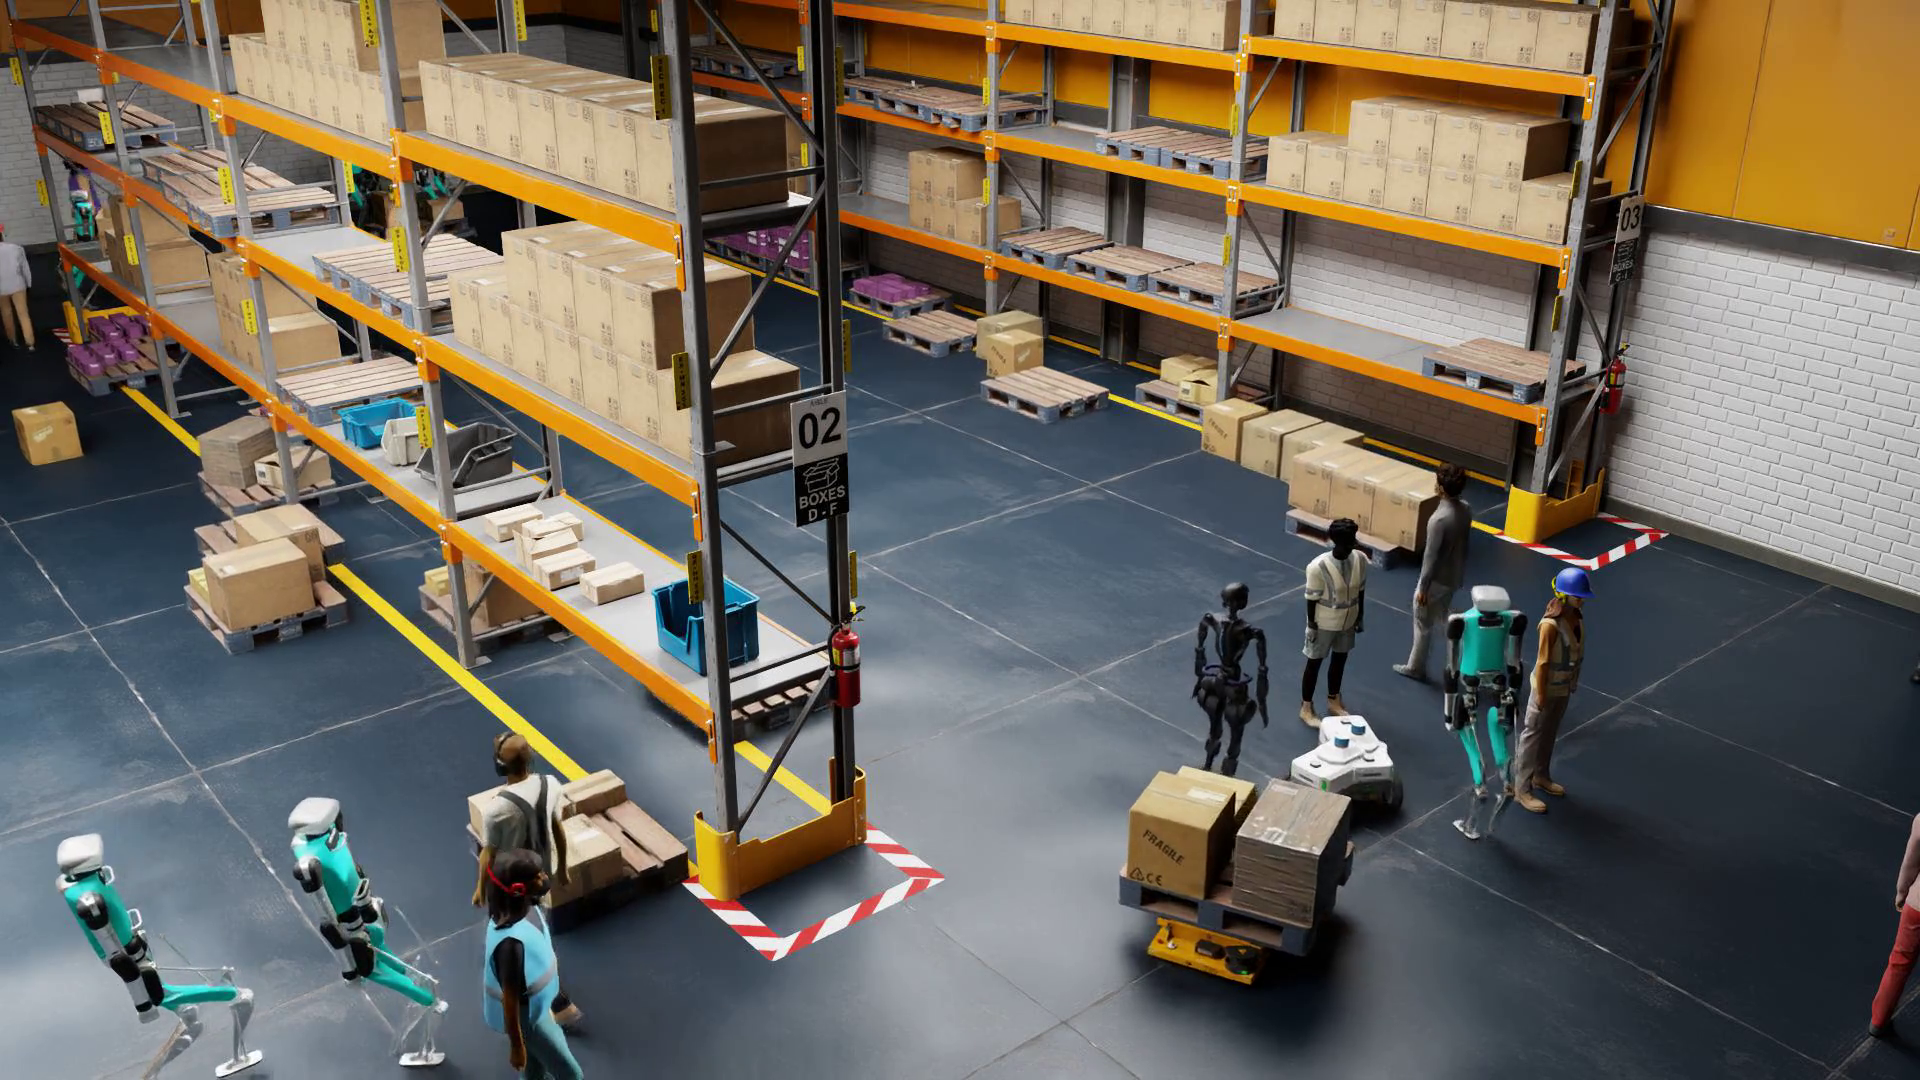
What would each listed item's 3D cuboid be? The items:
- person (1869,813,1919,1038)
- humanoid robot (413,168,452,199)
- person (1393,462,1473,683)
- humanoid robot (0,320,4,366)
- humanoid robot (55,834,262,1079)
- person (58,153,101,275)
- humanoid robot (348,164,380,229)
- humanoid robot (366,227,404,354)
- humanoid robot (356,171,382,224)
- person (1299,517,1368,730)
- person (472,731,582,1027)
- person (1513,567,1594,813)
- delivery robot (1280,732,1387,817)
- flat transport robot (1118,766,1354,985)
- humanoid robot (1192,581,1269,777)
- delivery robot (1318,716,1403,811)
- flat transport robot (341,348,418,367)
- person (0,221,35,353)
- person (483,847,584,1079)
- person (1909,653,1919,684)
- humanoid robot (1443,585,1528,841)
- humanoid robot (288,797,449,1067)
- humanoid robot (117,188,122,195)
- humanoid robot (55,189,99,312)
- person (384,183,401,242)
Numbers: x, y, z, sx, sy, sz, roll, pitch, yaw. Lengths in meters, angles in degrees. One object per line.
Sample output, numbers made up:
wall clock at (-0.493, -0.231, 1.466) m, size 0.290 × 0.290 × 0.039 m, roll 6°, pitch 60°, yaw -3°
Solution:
person at (5.379, 2.024, 9.083) m, size 0.347 × 1.759 × 0.520 m, roll -18°, pitch 29°, yaw -36°
humanoid robot at (-8.733, -5.981, 27.696) m, size 0.542 × 1.742 × 1.020 m, roll -20°, pitch 30°, yaw -38°
person at (3.762, 0.287, 12.938) m, size 0.552 × 1.885 × 0.597 m, roll -17°, pitch 29°, yaw -34°
humanoid robot at (-12.228, -2.874, 20.561) m, size 0.590 × 1.628 × 0.734 m, roll -9°, pitch 25°, yaw -21°
humanoid robot at (-4.090, 2.215, 8.713) m, size 0.989 × 1.735 × 0.552 m, roll -15°, pitch 27°, yaw -31°
person at (-13.270, -4.944, 25.013) m, size 0.648 × 1.912 × 0.589 m, roll -15°, pitch 28°, yaw -31°
humanoid robot at (-9.792, -5.819, 27.242) m, size 0.534 × 1.704 × 1.038 m, roll 4°, pitch 24°, yaw 8°
humanoid robot at (-7.404, -3.169, 21.211) m, size 0.362 × 1.647 × 0.601 m, roll 20°, pitch 30°, yaw 38°
humanoid robot at (-9.982, -6.059, 27.904) m, size 0.587 × 1.655 × 0.445 m, roll 15°, pitch 28°, yaw 31°
person at (2.793, 0.608, 12.437) m, size 0.533 × 1.693 × 0.320 m, roll -10°, pitch 25°, yaw -23°
person at (-2.443, 1.885, 9.318) m, size 0.800 × 1.818 × 0.519 m, roll 15°, pitch 27°, yaw 30°
person at (4.087, 1.005, 11.412) m, size 0.469 × 1.778 × 0.310 m, roll -21°, pitch 31°, yaw -40°
delivery robot at (2.603, 1.623, 11.531) m, size 0.770 × 0.599 × 0.505 m, roll -17°, pitch 29°, yaw -34°
flat transport robot at (1.745, 2.243, 10.448) m, size 0.659 × 0.231 × 1.431 m, roll 11°, pitch 26°, yaw 25°
humanoid robot at (1.864, 1.030, 11.471) m, size 0.603 × 1.648 × 0.410 m, roll 19°, pitch 30°, yaw 37°
delivery robot at (2.782, 1.569, 11.674) m, size 0.499 × 0.614 × 0.790 m, roll -2°, pitch 23°, yaw -5°
flat transport robot at (-7.156, -2.068, 20.431) m, size 0.659 × 0.231 × 1.431 m, roll -21°, pitch 31°, yaw -39°
person at (-12.239, -3.270, 21.402) m, size 0.575 × 1.705 × 0.878 m, roll -15°, pitch 28°, yaw -31°
person at (-2.100, 2.341, 8.222) m, size 0.463 × 1.852 × 0.565 m, roll -3°, pitch 24°, yaw -7°
person at (7.814, 0.265, 12.946) m, size 0.548 × 1.927 × 0.390 m, roll 14°, pitch 27°, yaw 29°
humanoid robot at (3.490, 1.260, 10.972) m, size 0.530 × 1.864 × 0.730 m, roll -2°, pitch 23°, yaw -4°
humanoid robot at (-3.022, 2.164, 8.847) m, size 0.800 × 1.815 × 0.551 m, roll -2°, pitch 23°, yaw -4°
humanoid robot at (-11.192, -4.015, 23.142) m, size 0.746 × 1.821 × 0.541 m, roll -13°, pitch 27°, yaw -28°
humanoid robot at (-12.108, -3.836, 22.725) m, size 0.717 × 1.836 × 0.537 m, roll -13°, pitch 27°, yaw -27°
person at (-7.724, -3.965, 22.839) m, size 0.914 × 1.833 × 0.577 m, roll 2°, pitch 23°, yaw 5°
